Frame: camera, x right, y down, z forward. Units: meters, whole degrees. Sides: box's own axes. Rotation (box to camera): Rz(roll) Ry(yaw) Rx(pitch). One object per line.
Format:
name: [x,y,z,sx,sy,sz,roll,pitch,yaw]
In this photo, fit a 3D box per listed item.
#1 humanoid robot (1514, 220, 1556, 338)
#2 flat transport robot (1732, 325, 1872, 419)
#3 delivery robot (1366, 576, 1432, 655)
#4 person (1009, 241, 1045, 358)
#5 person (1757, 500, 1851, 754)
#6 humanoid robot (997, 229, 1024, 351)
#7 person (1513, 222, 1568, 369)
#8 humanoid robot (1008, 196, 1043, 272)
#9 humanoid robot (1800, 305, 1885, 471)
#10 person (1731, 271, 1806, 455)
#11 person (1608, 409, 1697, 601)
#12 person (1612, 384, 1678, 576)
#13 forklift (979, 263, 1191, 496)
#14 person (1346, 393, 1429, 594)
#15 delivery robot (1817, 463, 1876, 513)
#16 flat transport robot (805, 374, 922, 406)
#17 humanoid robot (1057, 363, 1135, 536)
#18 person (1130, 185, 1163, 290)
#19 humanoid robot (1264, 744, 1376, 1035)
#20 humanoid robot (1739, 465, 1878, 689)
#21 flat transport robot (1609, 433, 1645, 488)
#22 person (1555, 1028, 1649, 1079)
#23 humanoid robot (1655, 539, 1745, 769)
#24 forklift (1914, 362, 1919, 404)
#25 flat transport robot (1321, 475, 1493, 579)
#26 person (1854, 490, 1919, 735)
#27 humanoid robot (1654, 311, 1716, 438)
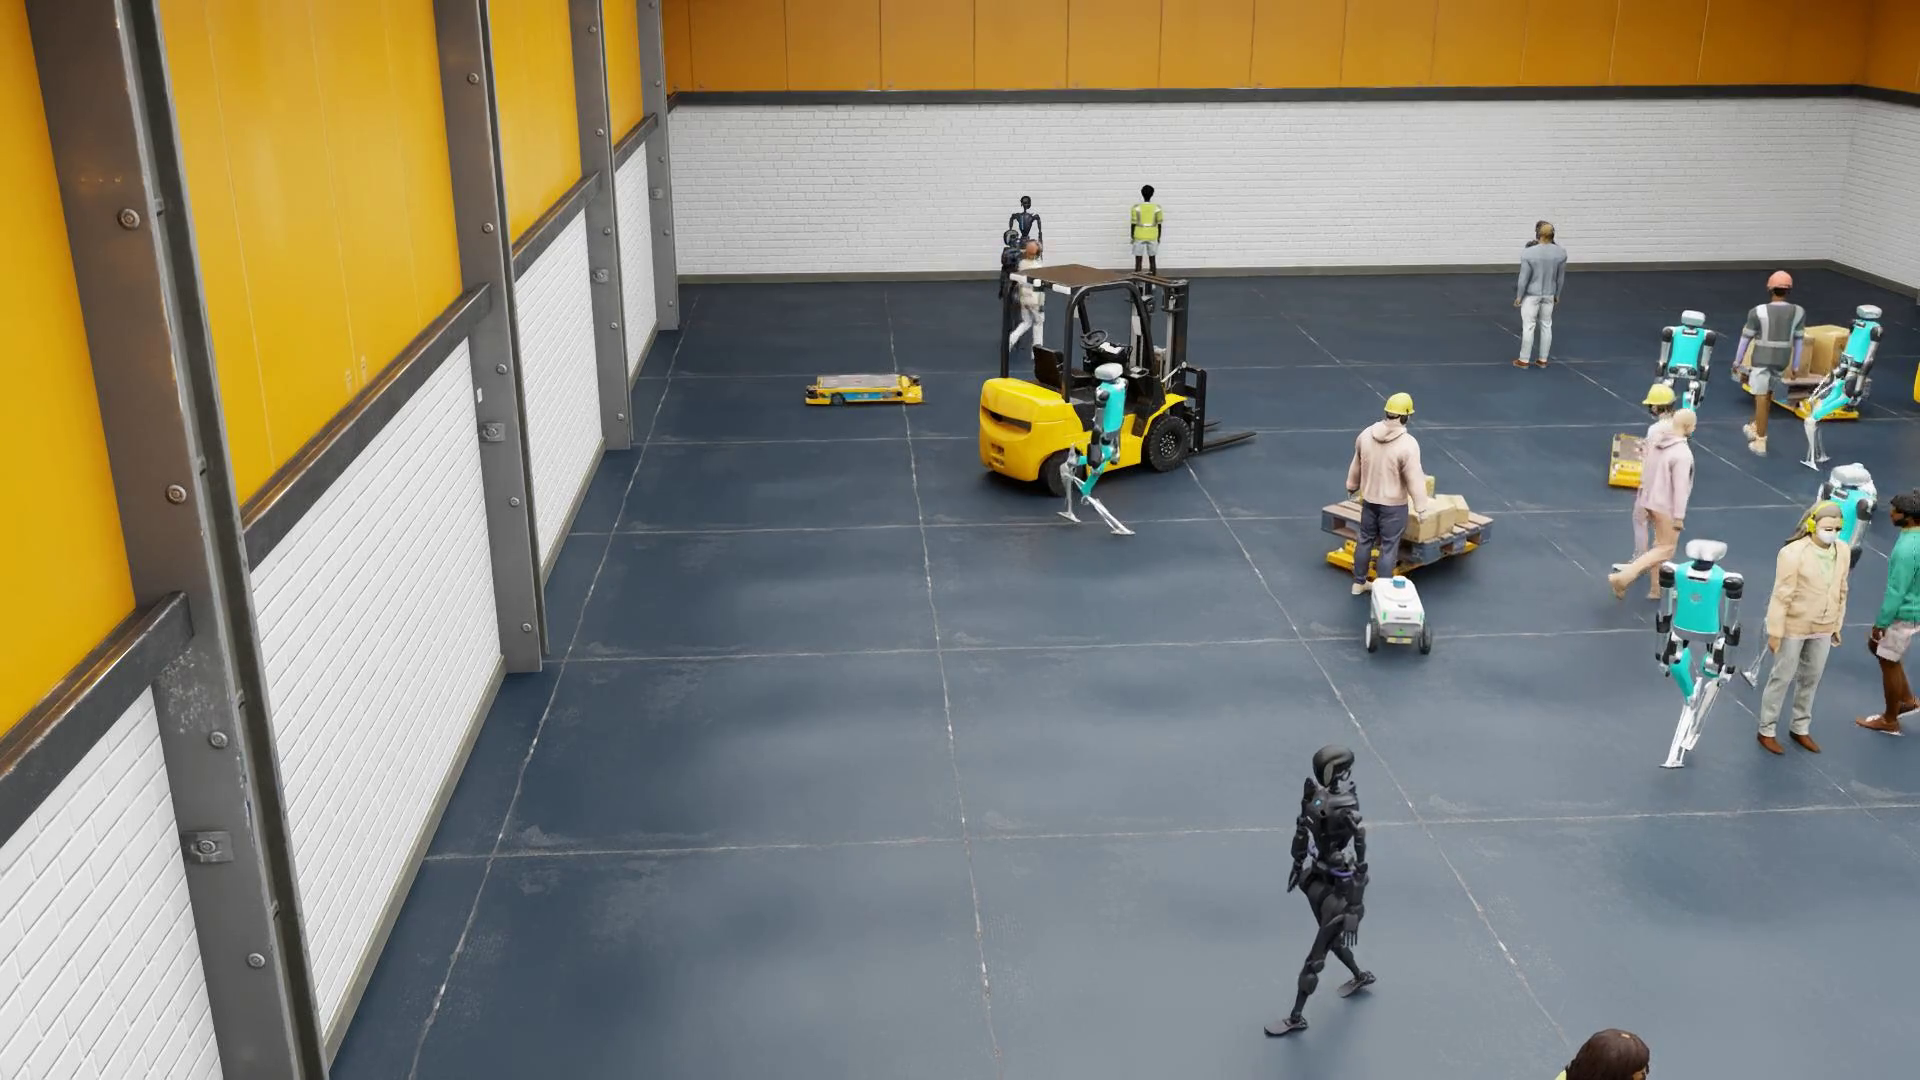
humanoid robot: [8.310,-3.741,23.812,0.601,1.641,0.692,-8,22,-20]
flat transport robot: [10.302,-1.762,20.429,0.659,0.231,1.431,-2,20,-5]
delivery robot: [3.572,0.574,13.597,0.499,0.560,0.734,2,20,6]
person: [0.924,-3.207,22.397,0.593,1.618,0.524,-15,25,-35]
person: [5.917,0.603,11.677,0.566,1.867,0.415,-4,21,-11]
humanoid robot: [0.717,-3.465,23.004,0.315,1.657,0.599,-8,22,-20]
person: [7.649,-3.224,21.993,0.627,1.940,0.373,-2,20,-6]
humanoid robot: [1.002,-4.519,25.877,0.599,1.657,0.315,8,21,20]
humanoid robot: [9.401,-1.646,17.990,0.871,1.779,0.590,0,20,-1]
person: [8.984,-2.013,18.587,0.625,2.005,0.926,1,20,3]
person: [5.964,-0.274,14.220,0.709,1.756,0.546,-2,20,-4]
person: [6.233,-0.533,14.931,0.557,1.749,0.414,-18,27,-40]
forklift: [1.315,-1.764,17.646,2.313,2.155,1.214,-14,24,-33]
person: [3.649,-0.356,14.301,0.434,1.854,0.819,-17,26,-38]
delivery robot: [8.840,-0.464,16.503,0.499,0.614,0.798,8,21,20]
flat transport robot: [-1.199,-1.867,20.714,1.431,0.231,0.659,-1,20,-3]
humanoid robot: [1.207,-0.856,15.896,1.042,1.757,0.557,12,23,30]
person: [3.003,-4.876,26.848,0.533,1.690,0.316,-2,20,-5]
humanoid robot: [1.958,1.801,8.749,0.780,1.627,0.612,-8,22,-22]
humanoid robot: [6.364,0.322,12.664,0.970,1.776,0.541,-6,21,-15]
flat transport robot: [7.371,-0.845,17.931,0.659,0.231,1.431,8,22,20]
person: [2.341,2.619,6.331,0.376,1.765,0.461,-3,20,-7]
humanoid robot: [5.065,0.753,11.411,0.557,1.727,0.984,14,24,33]
forklift: [12.602,-2.435,19.475,2.313,2.155,1.214,-1,20,-4]
flat transport robot: [4.129,0.056,15.475,1.431,0.231,0.659,-15,25,-36]
person: [6.754,0.530,11.913,0.450,1.828,0.527,16,26,37]
humanoid robot: [7.607,-1.441,17.567,0.550,1.891,0.692,6,21,16]
